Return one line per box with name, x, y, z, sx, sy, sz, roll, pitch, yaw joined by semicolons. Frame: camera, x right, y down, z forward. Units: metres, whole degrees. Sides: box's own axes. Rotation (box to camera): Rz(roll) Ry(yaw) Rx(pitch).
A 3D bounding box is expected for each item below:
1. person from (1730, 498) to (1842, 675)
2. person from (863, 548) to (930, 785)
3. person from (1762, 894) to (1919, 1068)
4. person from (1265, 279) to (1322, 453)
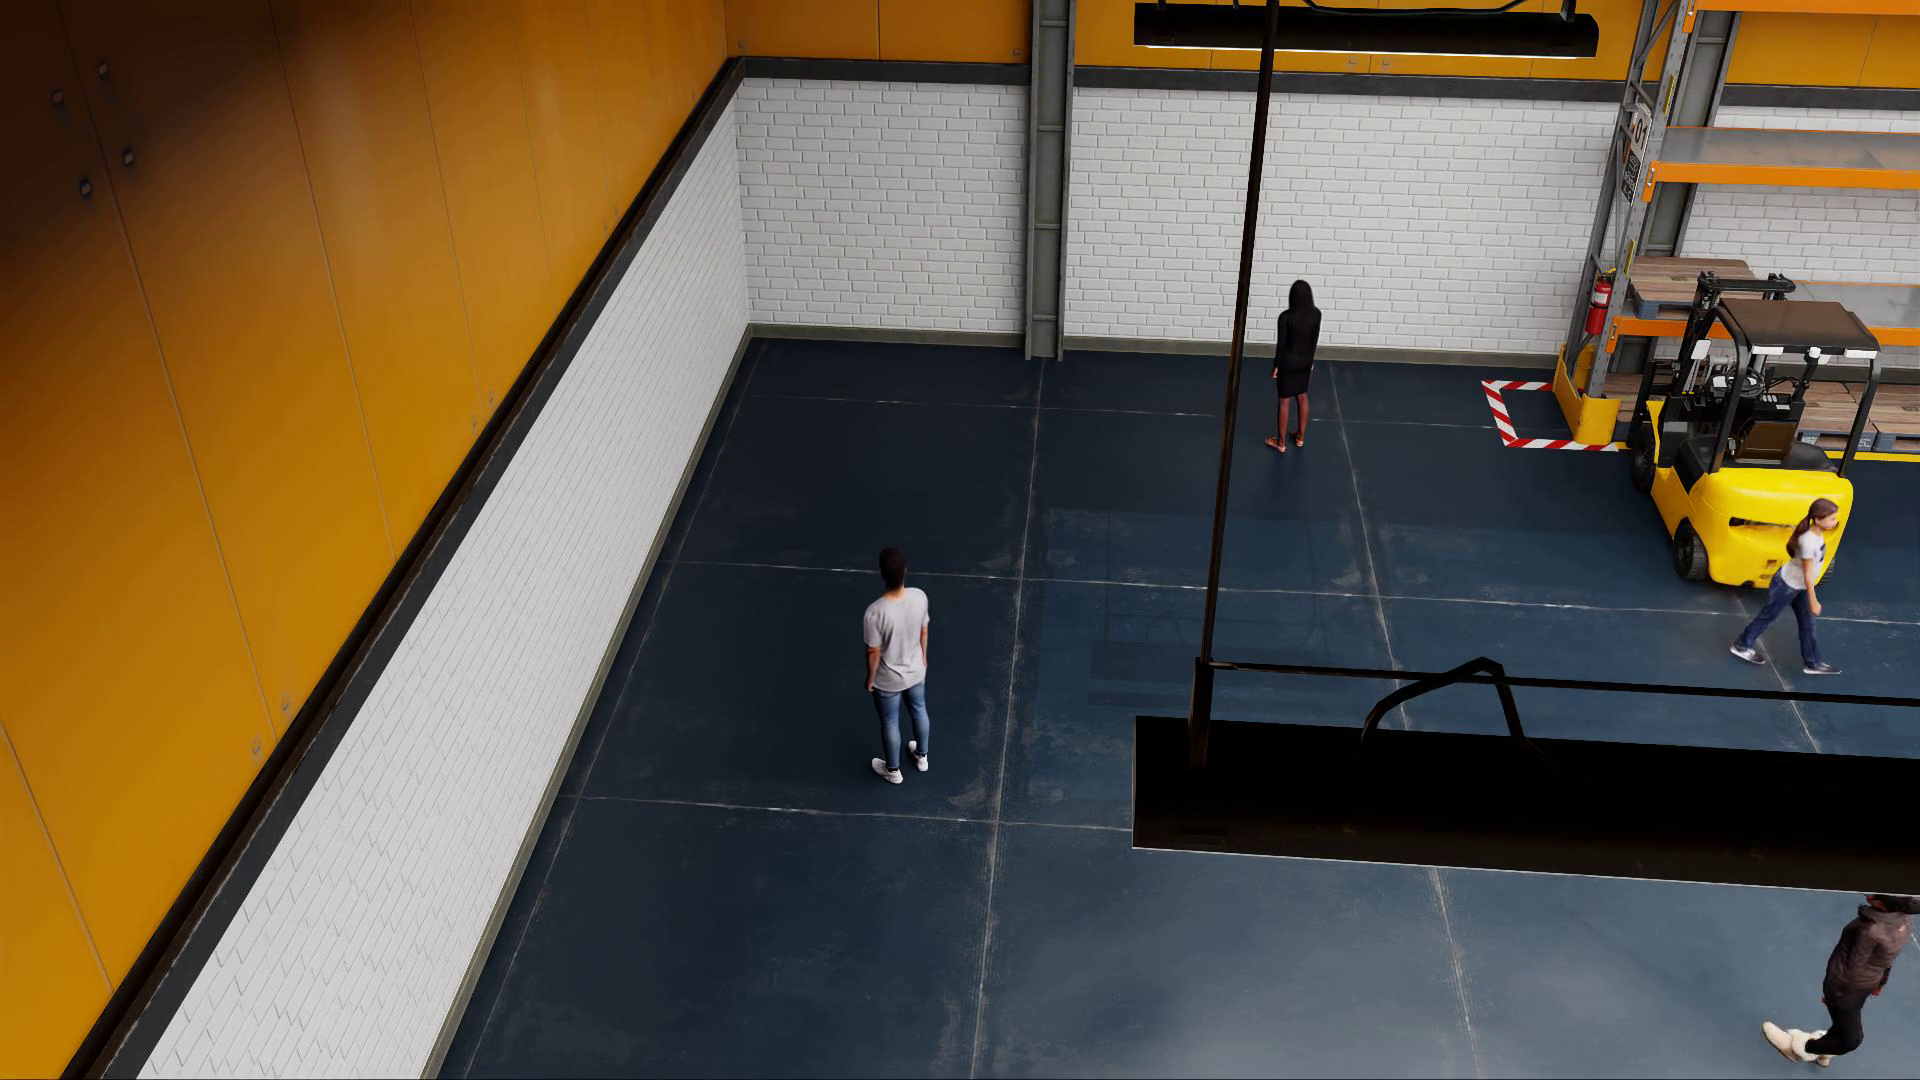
person;6.325;0.340;12.784;1.063;1.523;0.902;25;41;32
person;-0.434;0.883;11.638;0.722;1.887;0.812;-20;39;-28
person;4.981;2.438;9.507;0.792;1.656;0.835;9;35;14
person;3.133;-1.647;15.596;0.603;1.720;0.739;-14;36;-20
